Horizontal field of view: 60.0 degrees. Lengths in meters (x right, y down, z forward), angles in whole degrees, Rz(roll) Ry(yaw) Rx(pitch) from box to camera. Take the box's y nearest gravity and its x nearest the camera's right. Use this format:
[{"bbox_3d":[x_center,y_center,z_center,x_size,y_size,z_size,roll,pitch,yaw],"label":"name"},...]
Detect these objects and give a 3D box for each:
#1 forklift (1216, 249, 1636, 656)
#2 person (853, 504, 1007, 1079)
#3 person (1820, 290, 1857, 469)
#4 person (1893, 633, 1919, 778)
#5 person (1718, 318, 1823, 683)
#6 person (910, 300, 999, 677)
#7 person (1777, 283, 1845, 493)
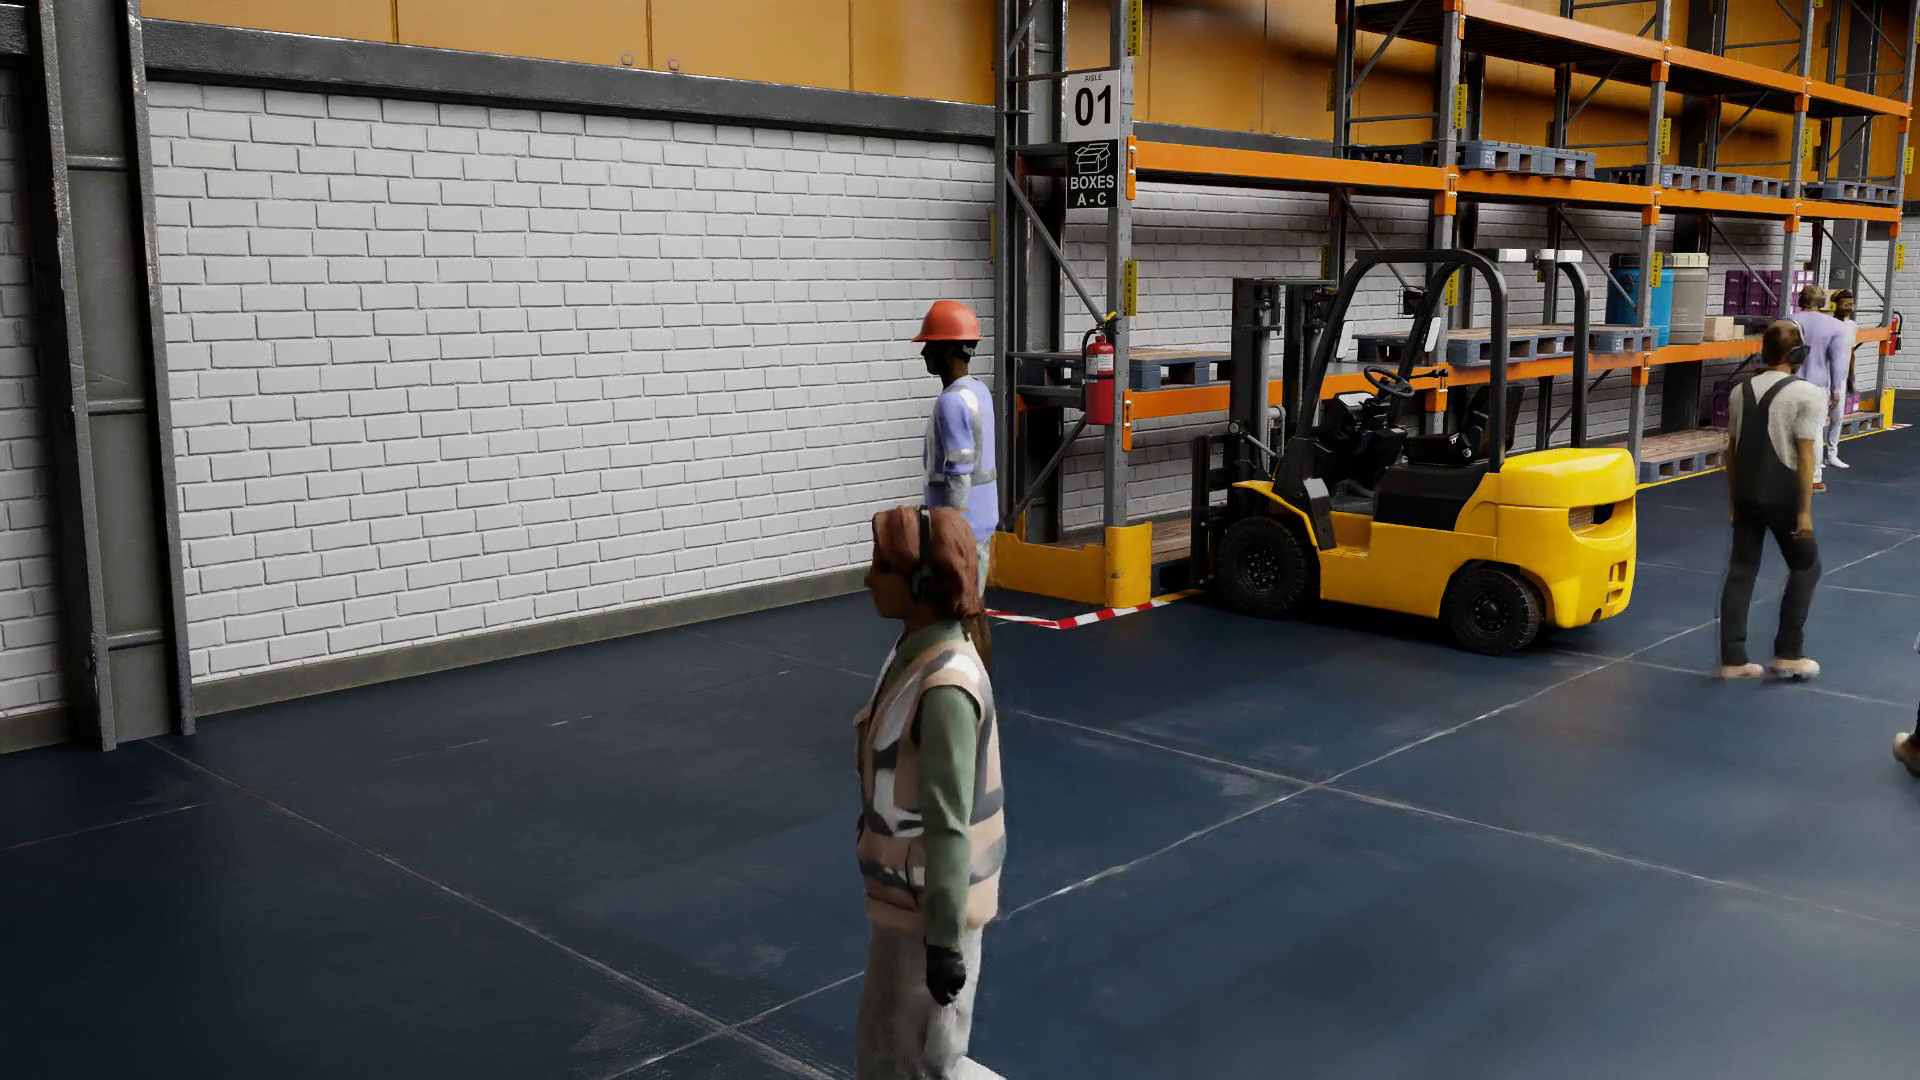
[{"bbox_3d":[2.710,-0.584,9.626,2.313,2.155,1.214,9,13,43],"label":"forklift"},{"bbox_3d":[-0.010,0.725,3.355,0.631,1.622,0.516,-1,9,-7],"label":"person"},{"bbox_3d":[9.084,-1.666,17.296,0.527,1.860,0.320,-2,10,-13],"label":"person"},{"bbox_3d":[3.959,0.207,6.435,0.530,1.635,0.841,2,9,9],"label":"person"},{"bbox_3d":[4.107,-0.186,8.312,0.688,1.820,0.554,-5,10,-26],"label":"person"},{"bbox_3d":[-0.027,-0.056,7.168,0.375,1.939,0.546,2,9,12],"label":"person"},{"bbox_3d":[7.839,-1.405,15.441,0.635,1.936,0.353,7,11,36],"label":"person"}]
